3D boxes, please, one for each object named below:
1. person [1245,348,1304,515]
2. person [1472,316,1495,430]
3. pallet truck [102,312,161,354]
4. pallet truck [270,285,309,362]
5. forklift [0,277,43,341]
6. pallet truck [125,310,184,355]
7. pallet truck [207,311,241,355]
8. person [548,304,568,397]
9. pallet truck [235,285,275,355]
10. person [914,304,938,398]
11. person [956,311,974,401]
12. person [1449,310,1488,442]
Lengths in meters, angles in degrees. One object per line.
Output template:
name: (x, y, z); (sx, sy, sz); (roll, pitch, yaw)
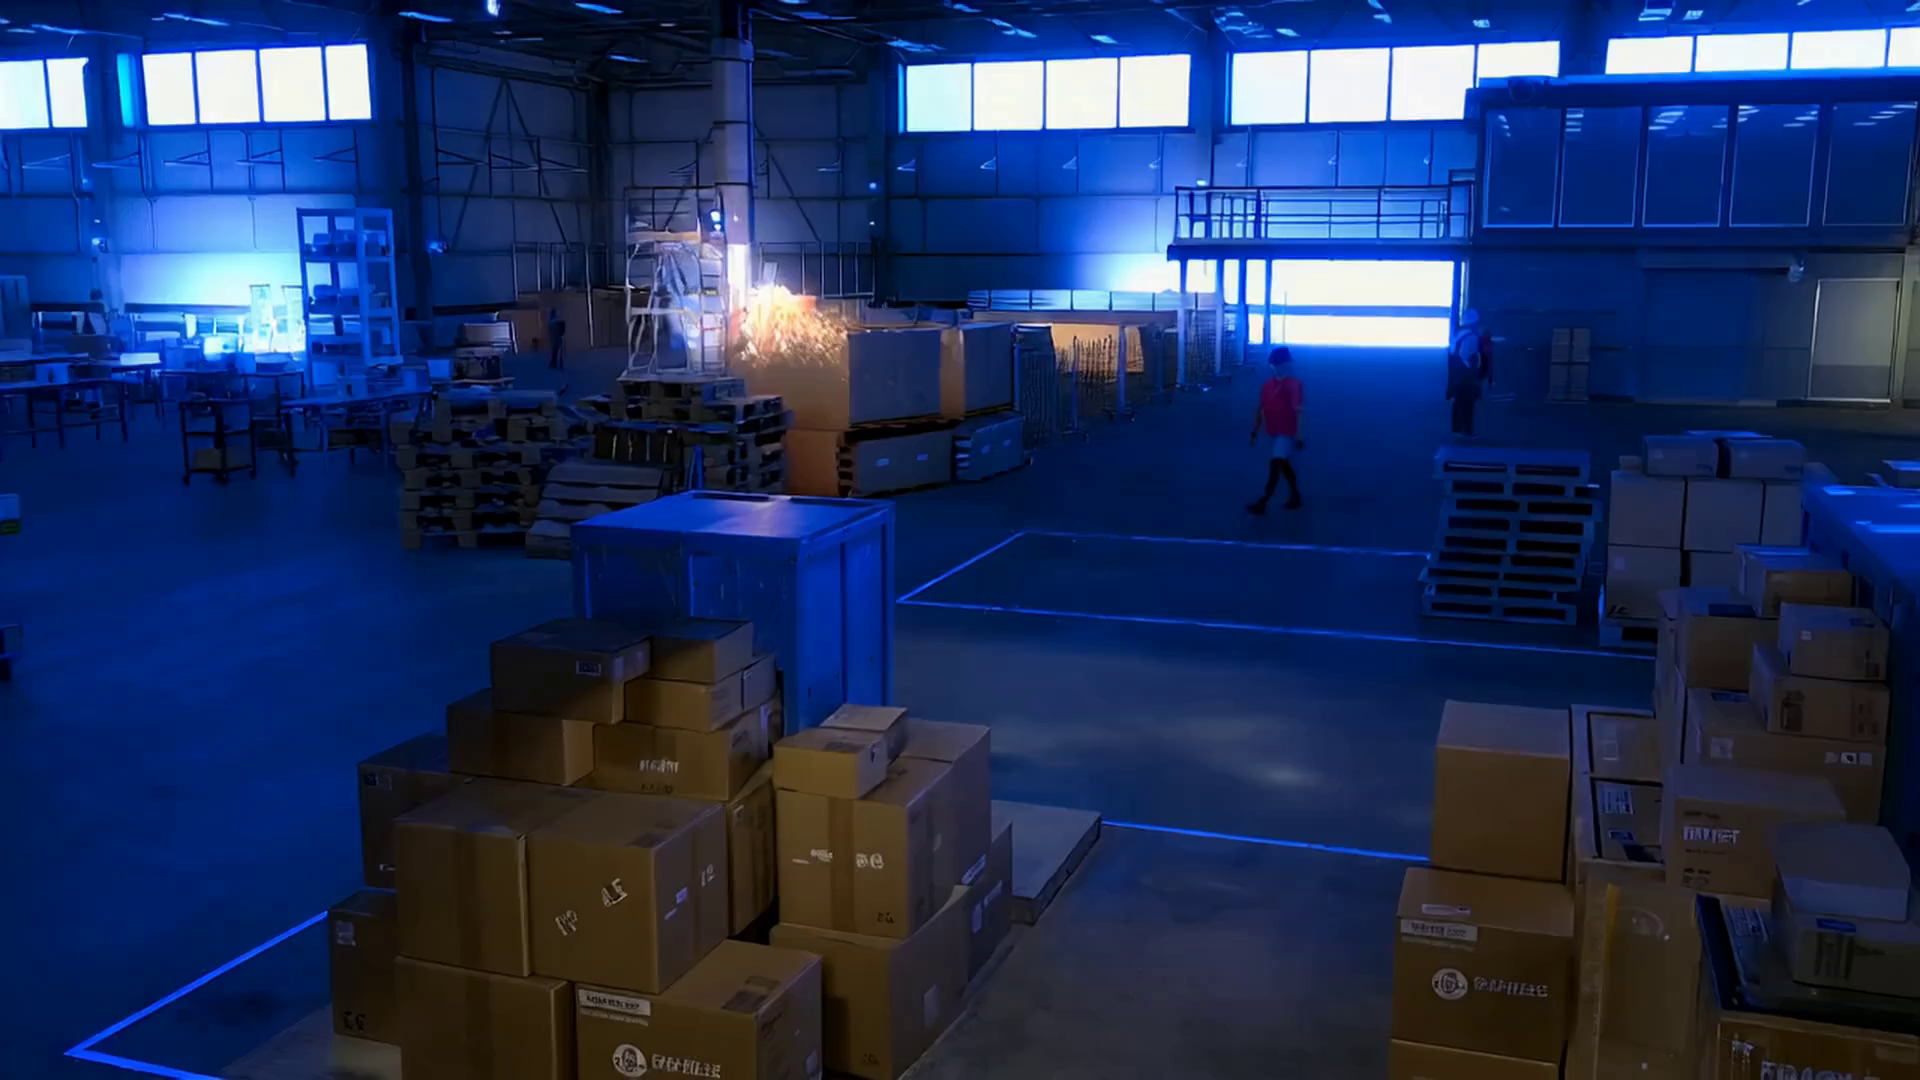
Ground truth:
person: (3.620, -1.240, 18.896); (1.027, 1.885, 0.555); (-7, 12, -34)
person: (8.431, -2.712, 27.153); (0.601, 1.873, 0.987); (0, 10, 2)
pallet truck: (-23.057, -5.777, 46.261); (0.680, 1.201, 1.601); (3, 11, 19)
pallet truck: (-17.147, -5.700, 43.663); (0.823, 1.965, 1.885); (3, 11, 17)
forklift: (-27.151, -6.329, 46.328); (1.157, 1.987, 2.680); (3, 11, 17)
pallet truck: (-22.038, -5.665, 45.457); (0.704, 1.261, 1.522); (3, 11, 17)
pallet truck: (-19.537, -5.575, 44.913); (0.653, 1.274, 1.630); (3, 11, 19)
person: (-8.064, -3.796, 33.330); (0.507, 1.859, 0.374); (7, 12, 35)
pallet truck: (-18.327, -5.835, 44.421); (0.823, 1.965, 1.885); (4, 11, 23)
person: (-0.658, -3.737, 32.994); (0.603, 1.856, 0.537); (9, 13, 41)
person: (0.109, -3.604, 32.543); (0.347, 1.759, 0.521); (-1, 10, -7)
person: (7.906, -2.546, 25.780); (0.536, 2.000, 0.672); (-2, 10, -11)
